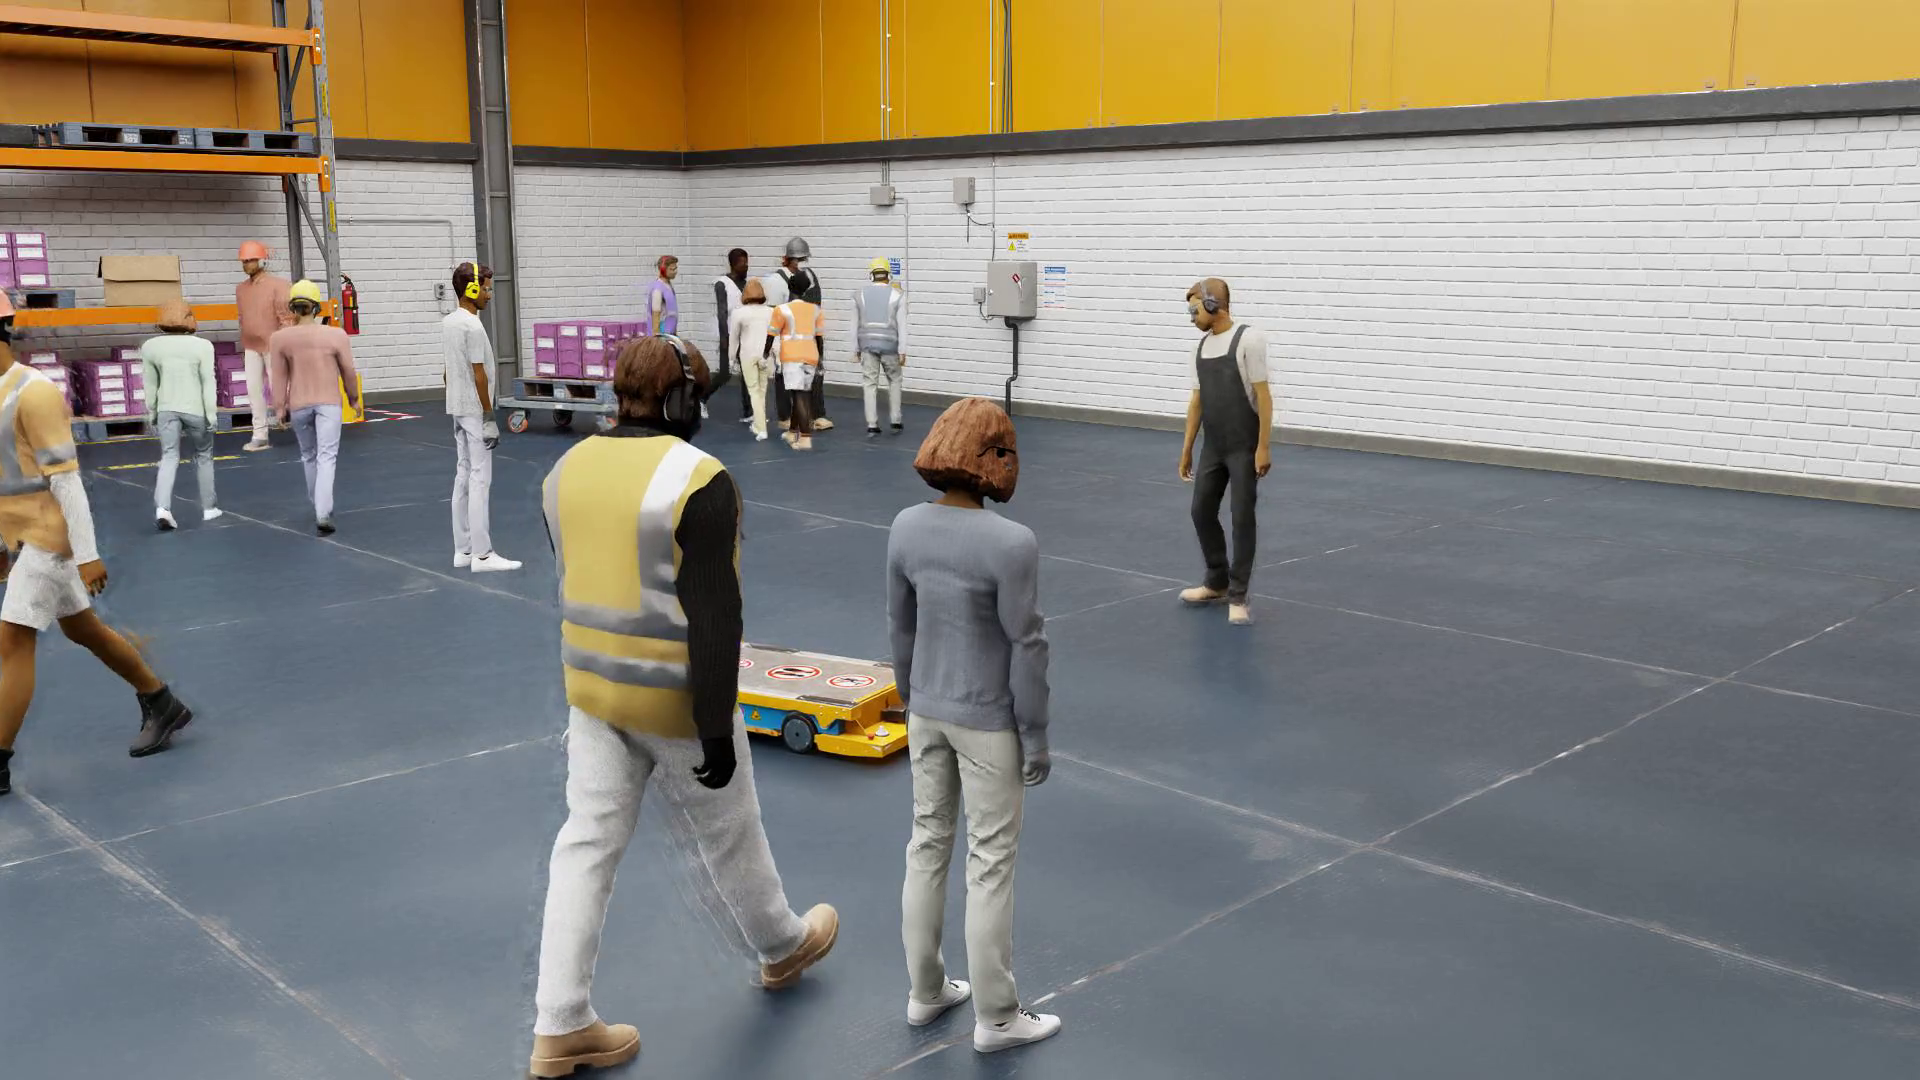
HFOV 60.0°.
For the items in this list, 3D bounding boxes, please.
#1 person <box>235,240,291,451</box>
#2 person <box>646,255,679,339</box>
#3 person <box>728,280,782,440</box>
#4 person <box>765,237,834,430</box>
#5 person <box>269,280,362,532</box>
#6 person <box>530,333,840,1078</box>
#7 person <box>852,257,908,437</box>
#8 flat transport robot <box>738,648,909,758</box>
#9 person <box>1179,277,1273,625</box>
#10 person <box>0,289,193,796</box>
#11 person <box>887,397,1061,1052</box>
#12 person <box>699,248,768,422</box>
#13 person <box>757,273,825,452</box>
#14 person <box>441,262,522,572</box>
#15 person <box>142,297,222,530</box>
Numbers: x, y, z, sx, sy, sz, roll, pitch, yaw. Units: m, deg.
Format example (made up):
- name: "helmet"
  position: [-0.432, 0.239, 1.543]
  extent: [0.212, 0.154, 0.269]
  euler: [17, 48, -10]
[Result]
- name: "person"
  position: [-6.548, -1.849, 15.796]
  extent: [0.621, 1.975, 0.701]
  euler: [3, 11, 17]
- name: "person"
  position: [-3.402, -2.296, 18.696]
  extent: [0.771, 1.808, 0.603]
  euler: [-1, 10, -4]
- name: "person"
  position: [-2.047, -1.798, 16.609]
  extent: [0.506, 1.578, 0.872]
  euler: [-5, 11, -24]
- name: "person"
  position: [-1.637, -2.121, 17.110]
  extent: [0.720, 2.000, 0.815]
  euler: [-9, 14, -41]
- name: "person"
  position: [-4.454, -0.927, 11.482]
  extent: [0.537, 1.721, 0.923]
  euler: [-2, 11, -9]
- name: "person"
  position: [-0.735, 0.381, 4.175]
  extent: [0.634, 1.778, 1.003]
  euler: [7, 12, 33]
- name: "person"
  position: [-0.794, -1.959, 16.887]
  extent: [0.599, 1.792, 0.671]
  euler: [2, 11, 10]
- name: "flat transport robot"
  position: [-0.764, 0.634, 6.914]
  extent: [1.431, 0.197, 0.652]
  euler: [6, 12, 28]
- name: "person"
  position: [1.423, -0.473, 8.798]
  extent: [0.360, 1.806, 0.639]
  euler: [-8, 13, -39]
- name: "person"
  position: [-3.352, -0.025, 6.153]
  extent: [0.594, 1.883, 1.006]
  euler: [10, 14, 43]
- name: "person"
  position: [0.027, 0.459, 4.157]
  extent: [0.497, 1.633, 0.289]
  euler: [10, 14, 42]
- name: "person"
  position: [-2.512, -2.212, 18.035]
  extent: [0.808, 1.894, 0.598]
  euler: [6, 12, 30]
- name: "person"
  position: [-1.597, -1.687, 15.745]
  extent: [0.553, 1.651, 0.772]
  euler: [-9, 14, -41]
- name: "person"
  position: [-2.933, -0.740, 10.064]
  extent: [0.328, 1.865, 0.519]
  euler: [-9, 13, -39]
- name: "person"
  position: [-5.428, -0.883, 11.564]
  extent: [0.508, 1.601, 0.823]
  euler: [-1, 10, -5]
